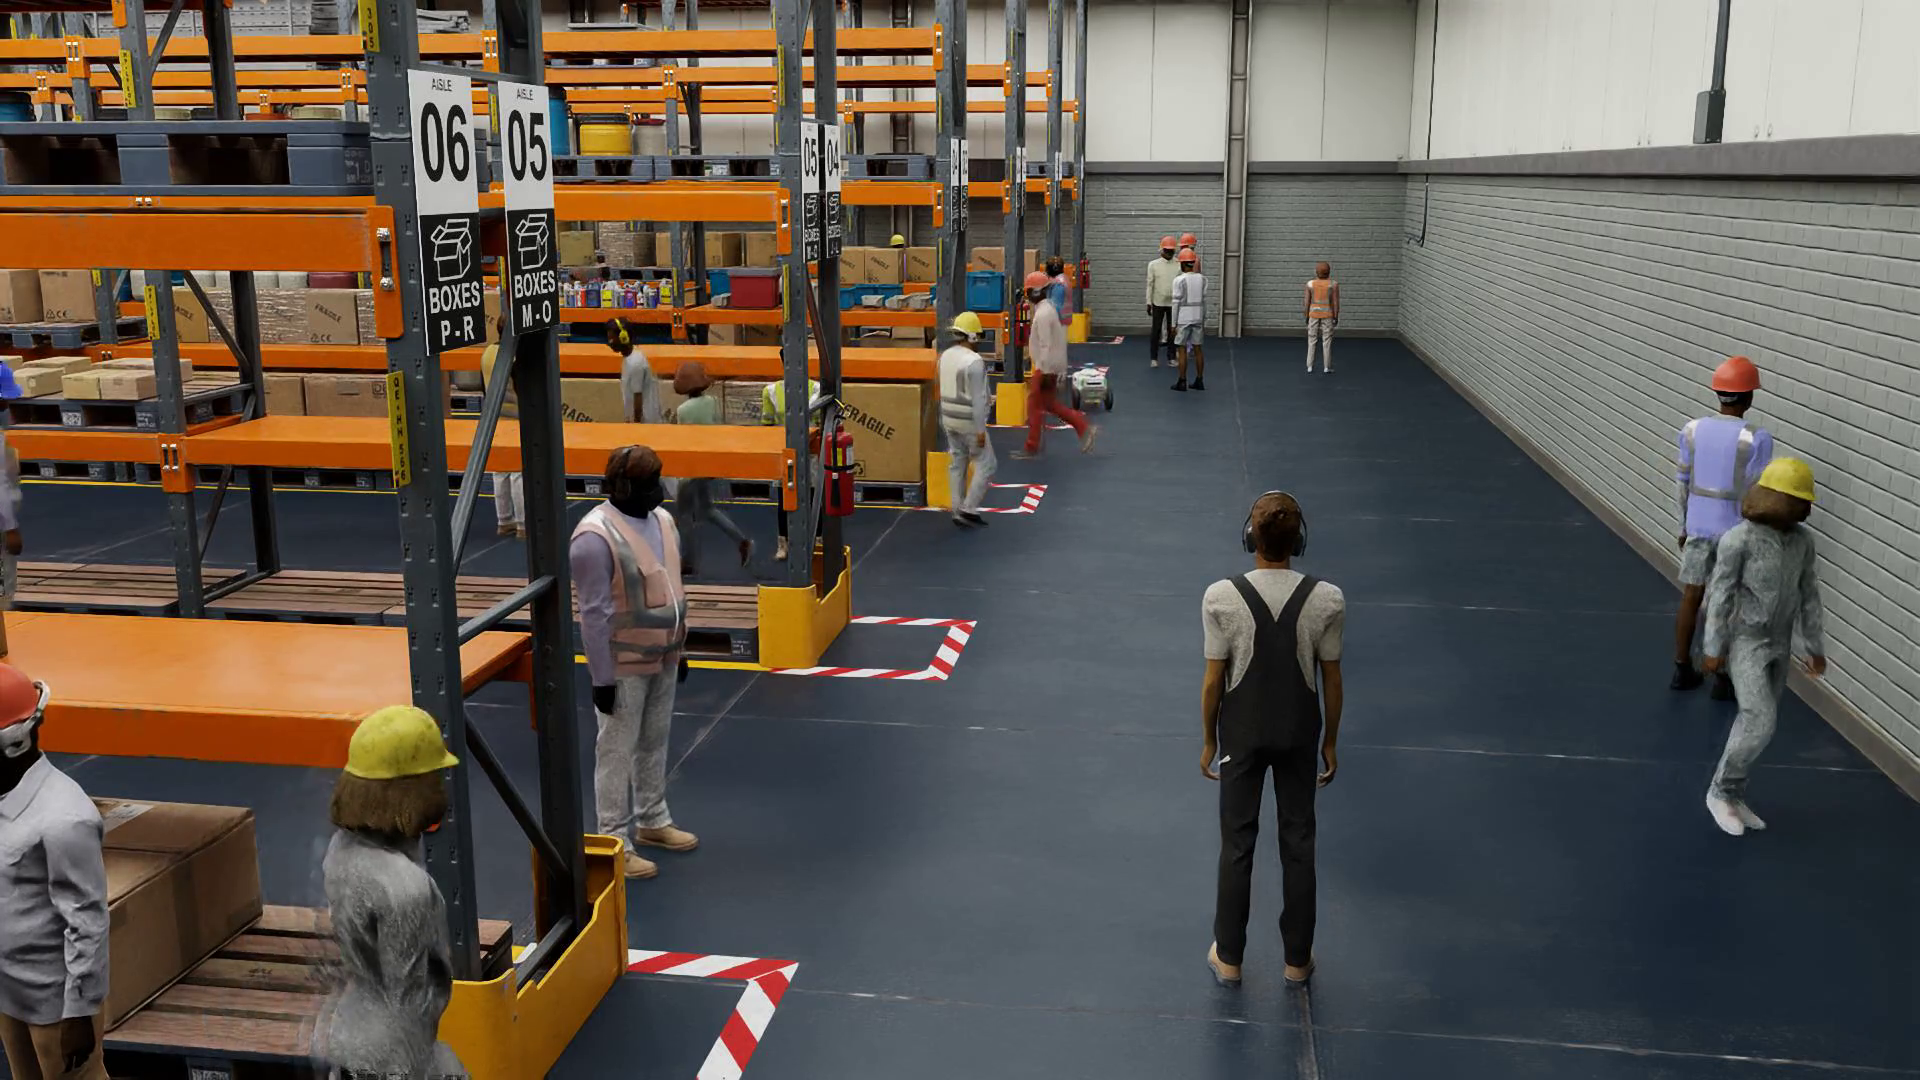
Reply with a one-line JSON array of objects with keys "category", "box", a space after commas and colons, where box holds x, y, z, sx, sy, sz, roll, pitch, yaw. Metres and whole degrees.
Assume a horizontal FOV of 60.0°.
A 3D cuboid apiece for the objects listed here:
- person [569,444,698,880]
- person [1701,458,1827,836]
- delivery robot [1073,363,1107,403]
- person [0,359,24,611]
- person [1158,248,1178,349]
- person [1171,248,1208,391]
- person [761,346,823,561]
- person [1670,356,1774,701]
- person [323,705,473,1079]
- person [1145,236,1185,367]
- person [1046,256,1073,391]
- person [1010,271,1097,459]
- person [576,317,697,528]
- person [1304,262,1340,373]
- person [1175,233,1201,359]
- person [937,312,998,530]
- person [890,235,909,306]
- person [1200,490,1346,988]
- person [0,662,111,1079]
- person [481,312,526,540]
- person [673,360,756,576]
[{"category": "person", "box": [-1.368, 0.500, 7.079, 0.428, 1.839, 0.635, 6, 14, 24]}, {"category": "person", "box": [3.588, 0.480, 7.420, 0.483, 1.718, 0.451, -6, 14, -24]}, {"category": "delivery robot", "box": [1.638, -1.988, 21.017, 0.477, 0.478, 0.707, -1, 13, -5]}, {"category": "person", "box": [-5.746, -0.131, 9.792, 0.506, 1.896, 0.723, -12, 17, -42]}, {"category": "person", "box": [3.515, -4.130, 28.036, 0.403, 1.819, 0.596, -8, 15, -32]}, {"category": "person", "box": [3.095, -2.992, 22.649, 0.550, 1.930, 0.398, -6, 14, -25]}, {"category": "person", "box": [-1.246, -0.665, 12.676, 0.530, 1.689, 0.323, 0, 12, 1]}, {"category": "person", "box": [4.302, -0.063, 9.383, 0.354, 1.942, 0.545, -9, 15, -35]}, {"category": "person", "box": [-1.290, 1.227, 4.082, 0.745, 1.713, 0.495, -10, 16, -39]}, {"category": "person", "box": [3.137, -3.616, 25.320, 0.616, 1.987, 0.403, -2, 13, -7]}, {"category": "person", "box": [1.308, -2.935, 22.610, 0.431, 1.836, 0.618, 2, 13, 10]}, {"category": "person", "box": [0.977, -1.798, 17.194, 0.817, 1.958, 0.659, 2, 13, 7]}, {"category": "person", "box": [-2.661, -0.942, 13.701, 0.994, 1.795, 0.563, -6, 14, -24]}, {"category": "person", "box": [5.350, -3.287, 24.612, 0.518, 1.645, 0.307, 5, 14, 23]}, {"category": "person", "box": [3.643, -3.885, 26.546, 0.405, 1.986, 0.612, -1, 13, -4]}, {"category": "person", "box": [0.057, -0.973, 13.758, 0.450, 1.818, 0.628, -8, 15, -33]}, {"category": "person", "box": [-1.011, -4.126, 27.781, 0.589, 1.918, 0.393, -10, 16, -39]}, {"category": "person", "box": [1.117, 0.730, 6.024, 0.508, 1.846, 0.345, 1, 13, 5]}, {"category": "person", "box": [-2.433, 1.150, 4.356, 0.563, 1.742, 0.338, 9, 16, 37]}, {"category": "person", "box": [-3.607, -0.925, 13.503, 0.430, 1.843, 0.625, -12, 17, -43]}, {"category": "person", "box": [-1.867, -0.511, 12.156, 0.630, 1.616, 0.506, 4, 13, 17]}]
